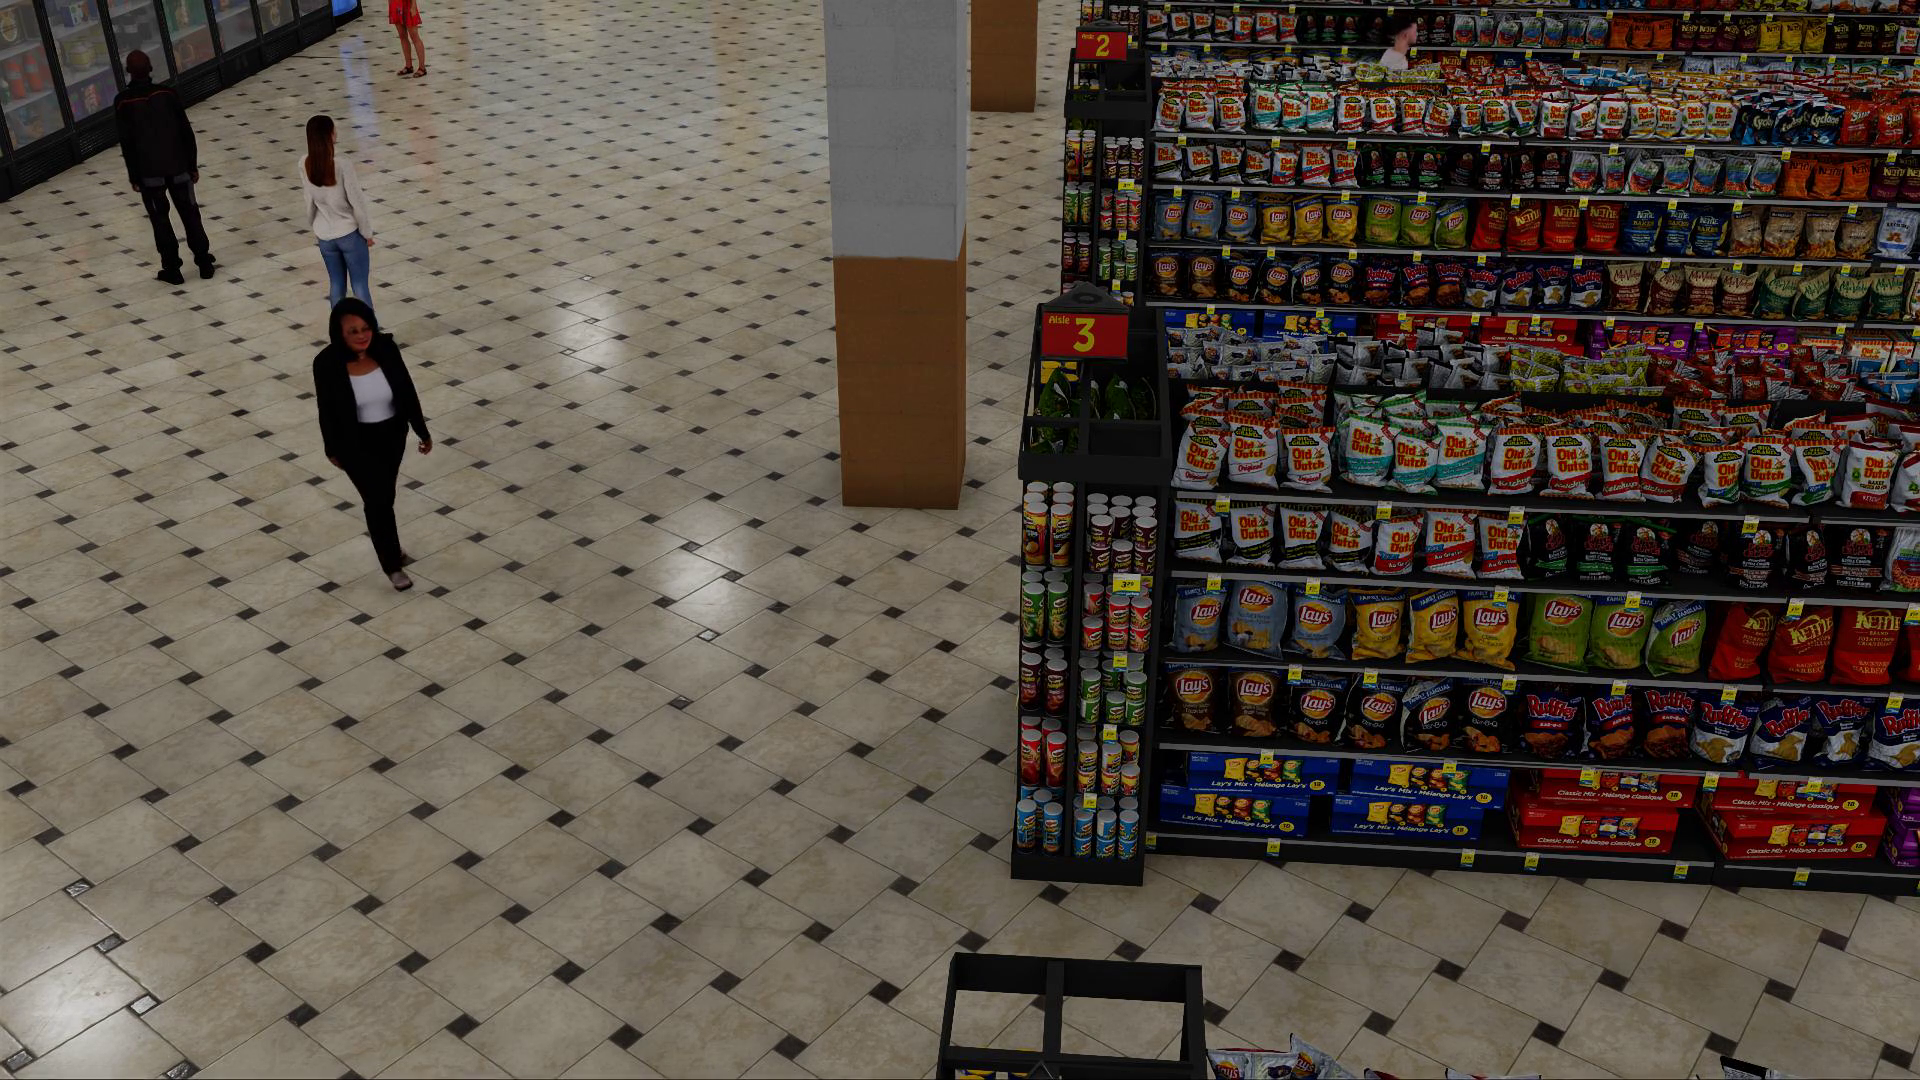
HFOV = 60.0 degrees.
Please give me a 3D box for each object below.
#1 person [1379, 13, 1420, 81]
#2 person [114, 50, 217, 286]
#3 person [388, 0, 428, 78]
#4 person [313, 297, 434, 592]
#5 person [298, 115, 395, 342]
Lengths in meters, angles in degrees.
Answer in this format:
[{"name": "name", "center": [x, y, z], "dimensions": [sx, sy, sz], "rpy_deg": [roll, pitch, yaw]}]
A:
[{"name": "person", "center": [3.613, -3.559, 14.217], "dimensions": [0.827, 1.827, 0.666], "rpy_deg": [3, 29, 6]}, {"name": "person", "center": [-6.264, -2.924, 13.057], "dimensions": [0.781, 1.825, 0.859], "rpy_deg": [-19, 34, -31]}, {"name": "person", "center": [-6.455, -6.206, 19.309], "dimensions": [0.600, 1.592, 0.711], "rpy_deg": [14, 32, 24]}, {"name": "person", "center": [-3.218, -0.569, 8.992], "dimensions": [1.045, 1.586, 0.953], "rpy_deg": [23, 36, 35]}, {"name": "person", "center": [-4.395, -2.173, 11.819], "dimensions": [0.541, 1.692, 0.711], "rpy_deg": [7, 29, 13]}]
